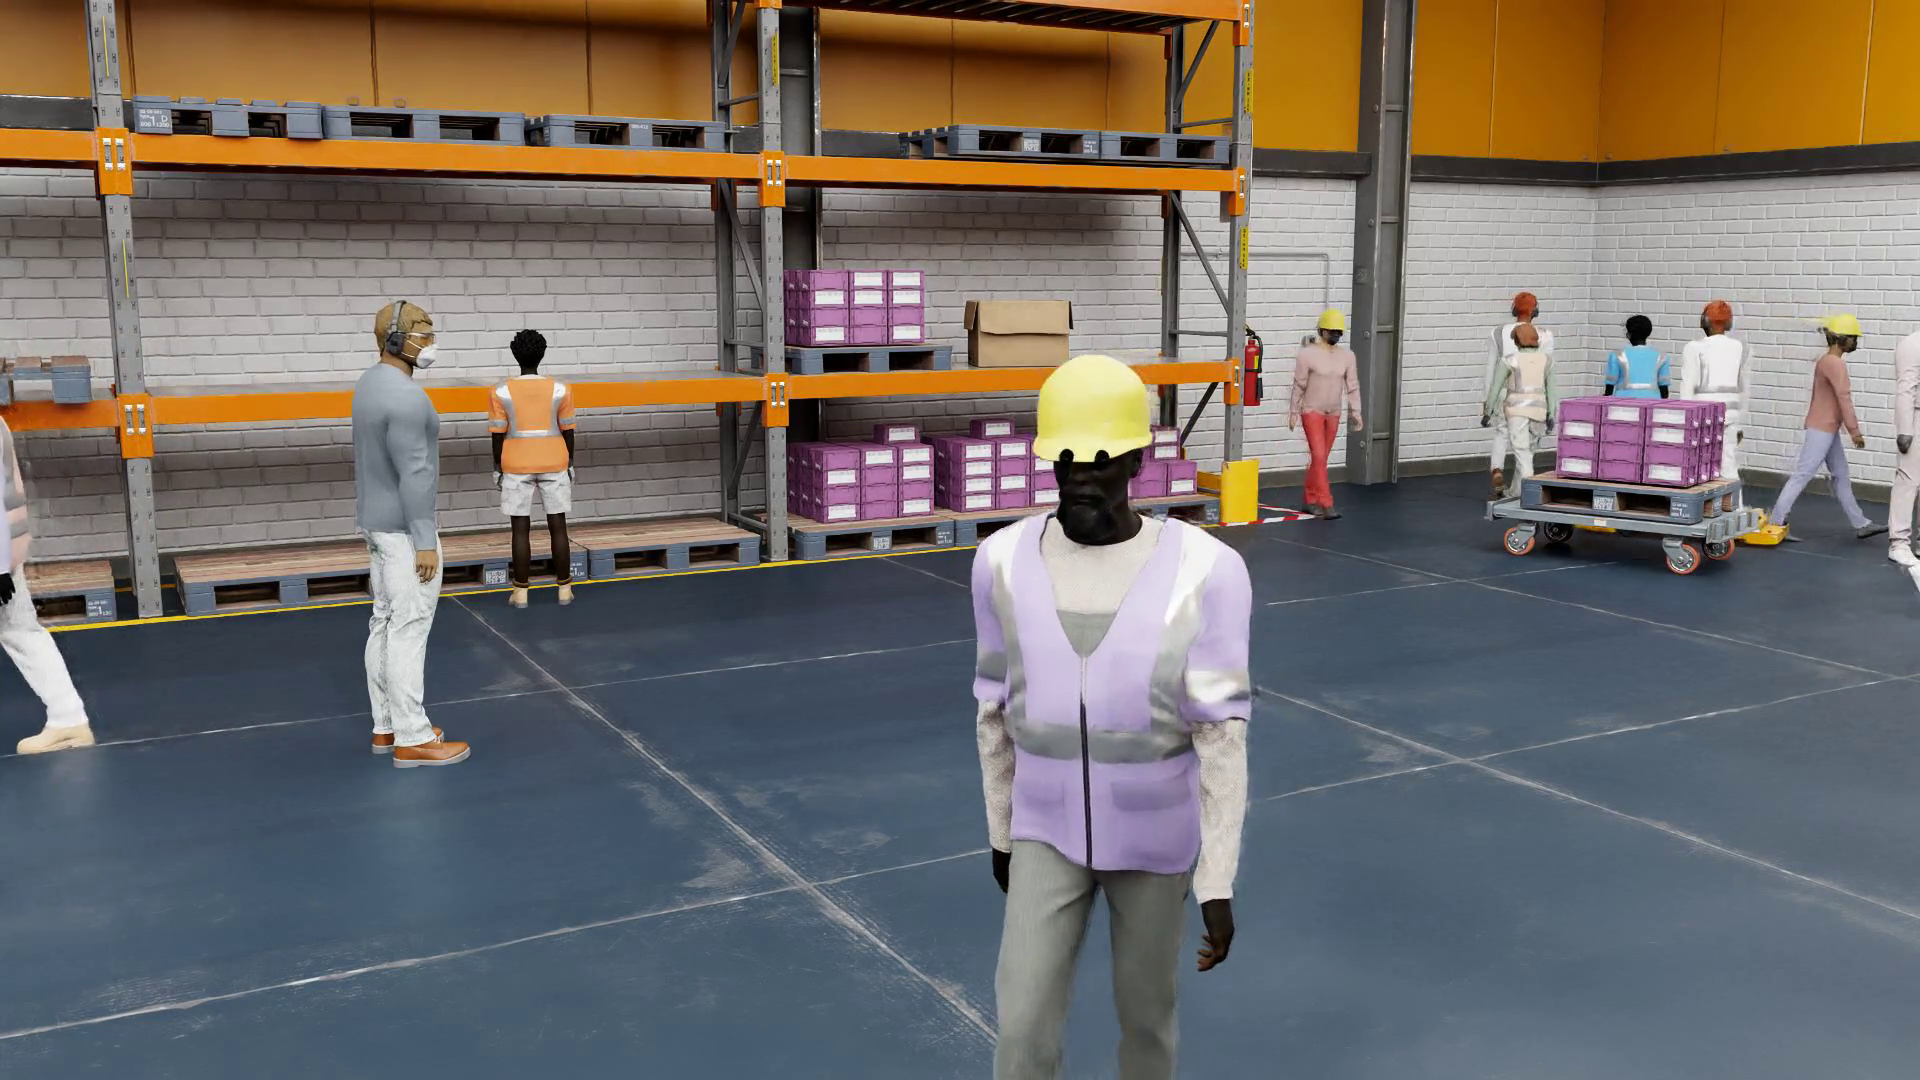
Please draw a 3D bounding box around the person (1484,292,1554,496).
[{"bbox_3d":[4.916,-1.263,14.735,0.590,1.862,0.702,6,11,31],"label":"person"}]

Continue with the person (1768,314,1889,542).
[{"bbox_3d":[6.560,-0.819,12.464,0.918,1.720,0.543,3,10,20],"label":"person"}]

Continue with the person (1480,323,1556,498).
[{"bbox_3d":[4.743,-1.026,14.089,0.539,1.598,0.792,-2,9,-10],"label":"person"}]

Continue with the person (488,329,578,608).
[{"bbox_3d":[-2.596,-0.430,10.147,0.532,1.696,0.319,-4,10,-21],"label":"person"}]

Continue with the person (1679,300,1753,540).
[{"bbox_3d":[5.775,-0.917,12.766,0.622,1.824,1.008,0,9,-2],"label":"person"}]

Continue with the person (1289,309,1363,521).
[{"bbox_3d":[3.022,-1.014,13.591,0.534,1.727,0.851,-3,10,-19],"label":"person"}]

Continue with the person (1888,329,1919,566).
[{"bbox_3d":[6.807,-0.770,11.601,0.636,1.903,0.404,-3,10,-19],"label":"person"}]

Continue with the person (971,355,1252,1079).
[{"bbox_3d":[0.260,0.599,3.243,0.594,1.896,0.791,3,10,18],"label":"person"}]

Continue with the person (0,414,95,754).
[{"bbox_3d":[-4.133,0.064,6.849,0.974,1.786,0.654,-5,11,-29],"label":"person"}]

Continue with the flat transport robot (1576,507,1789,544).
[{"bbox_3d":[5.575,-0.161,12.841,1.431,0.197,0.652,6,11,31],"label":"flat transport robot"}]

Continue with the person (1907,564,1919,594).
[{"bbox_3d":[5.932,-0.407,9.553,0.630,1.846,0.526,5,11,30],"label":"person"}]

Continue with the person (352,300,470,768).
[{"bbox_3d":[-2.326,-0.026,6.949,0.351,1.935,0.635,-6,11,-34],"label":"person"}]

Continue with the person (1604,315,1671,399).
[{"bbox_3d":[5.881,-1.105,14.443,0.556,1.686,0.656,1,9,6],"label":"person"}]
